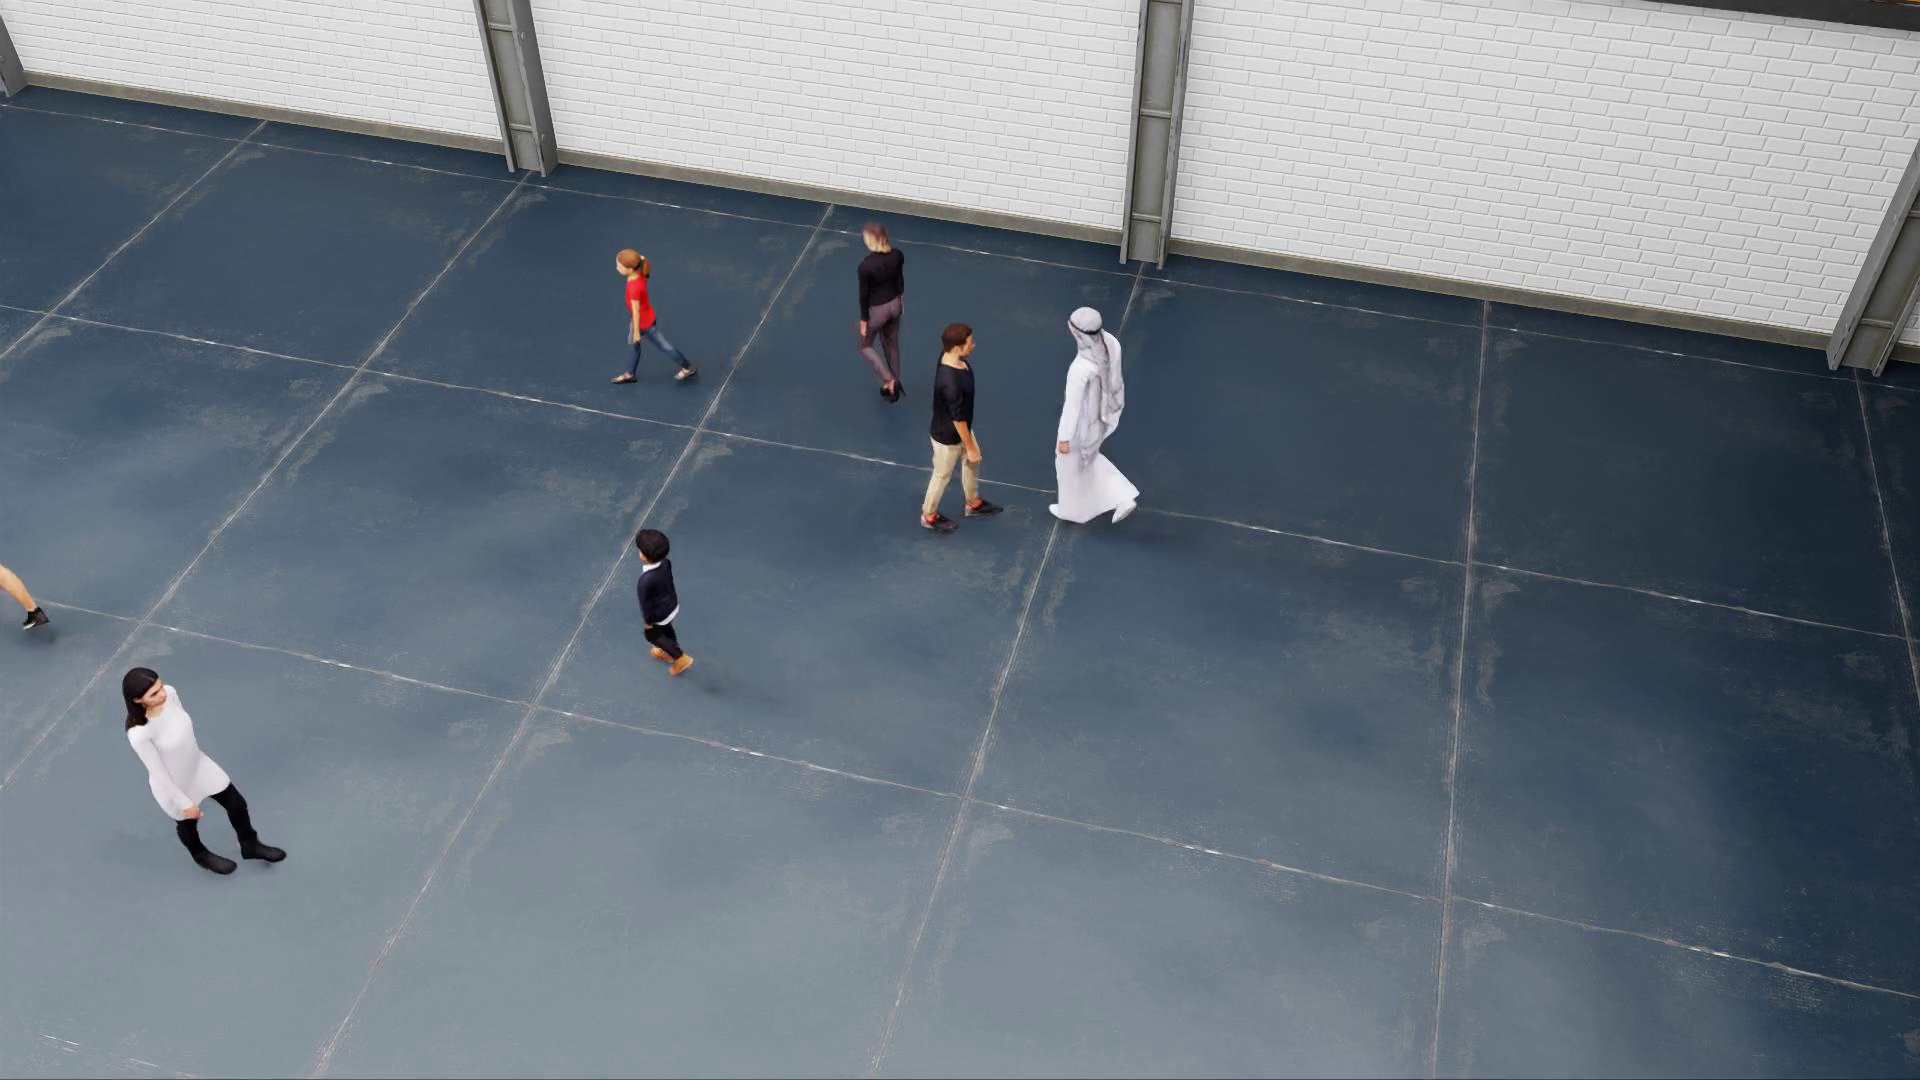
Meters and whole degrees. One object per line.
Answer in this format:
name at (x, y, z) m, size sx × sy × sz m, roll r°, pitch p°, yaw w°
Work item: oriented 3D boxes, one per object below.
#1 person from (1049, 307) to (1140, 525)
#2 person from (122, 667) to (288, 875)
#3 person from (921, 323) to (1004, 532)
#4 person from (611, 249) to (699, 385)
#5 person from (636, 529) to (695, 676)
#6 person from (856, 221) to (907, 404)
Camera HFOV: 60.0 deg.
person at (0.989, -0.815, 11.798) m, size 1.013 × 1.907 × 0.894 m, roll 22°, pitch 48°, yaw 21°
person at (-4.565, 1.357, 9.604) m, size 0.743 × 1.788 × 0.605 m, roll 10°, pitch 45°, yaw 11°
person at (-0.153, -0.775, 11.811) m, size 0.877 × 1.831 × 0.729 m, roll 3°, pitch 44°, yaw 3°
person at (-2.437, -1.752, 13.236) m, size 0.988 × 1.281 × 0.750 m, roll -7°, pitch 44°, yaw -7°
person at (-1.946, 0.433, 10.988) m, size 0.632 × 1.217 × 0.544 m, roll 16°, pitch 46°, yaw 16°
person at (-0.556, -1.695, 12.903) m, size 0.771 × 1.657 × 0.829 m, roll -30°, pitch 51°, yaw -28°
